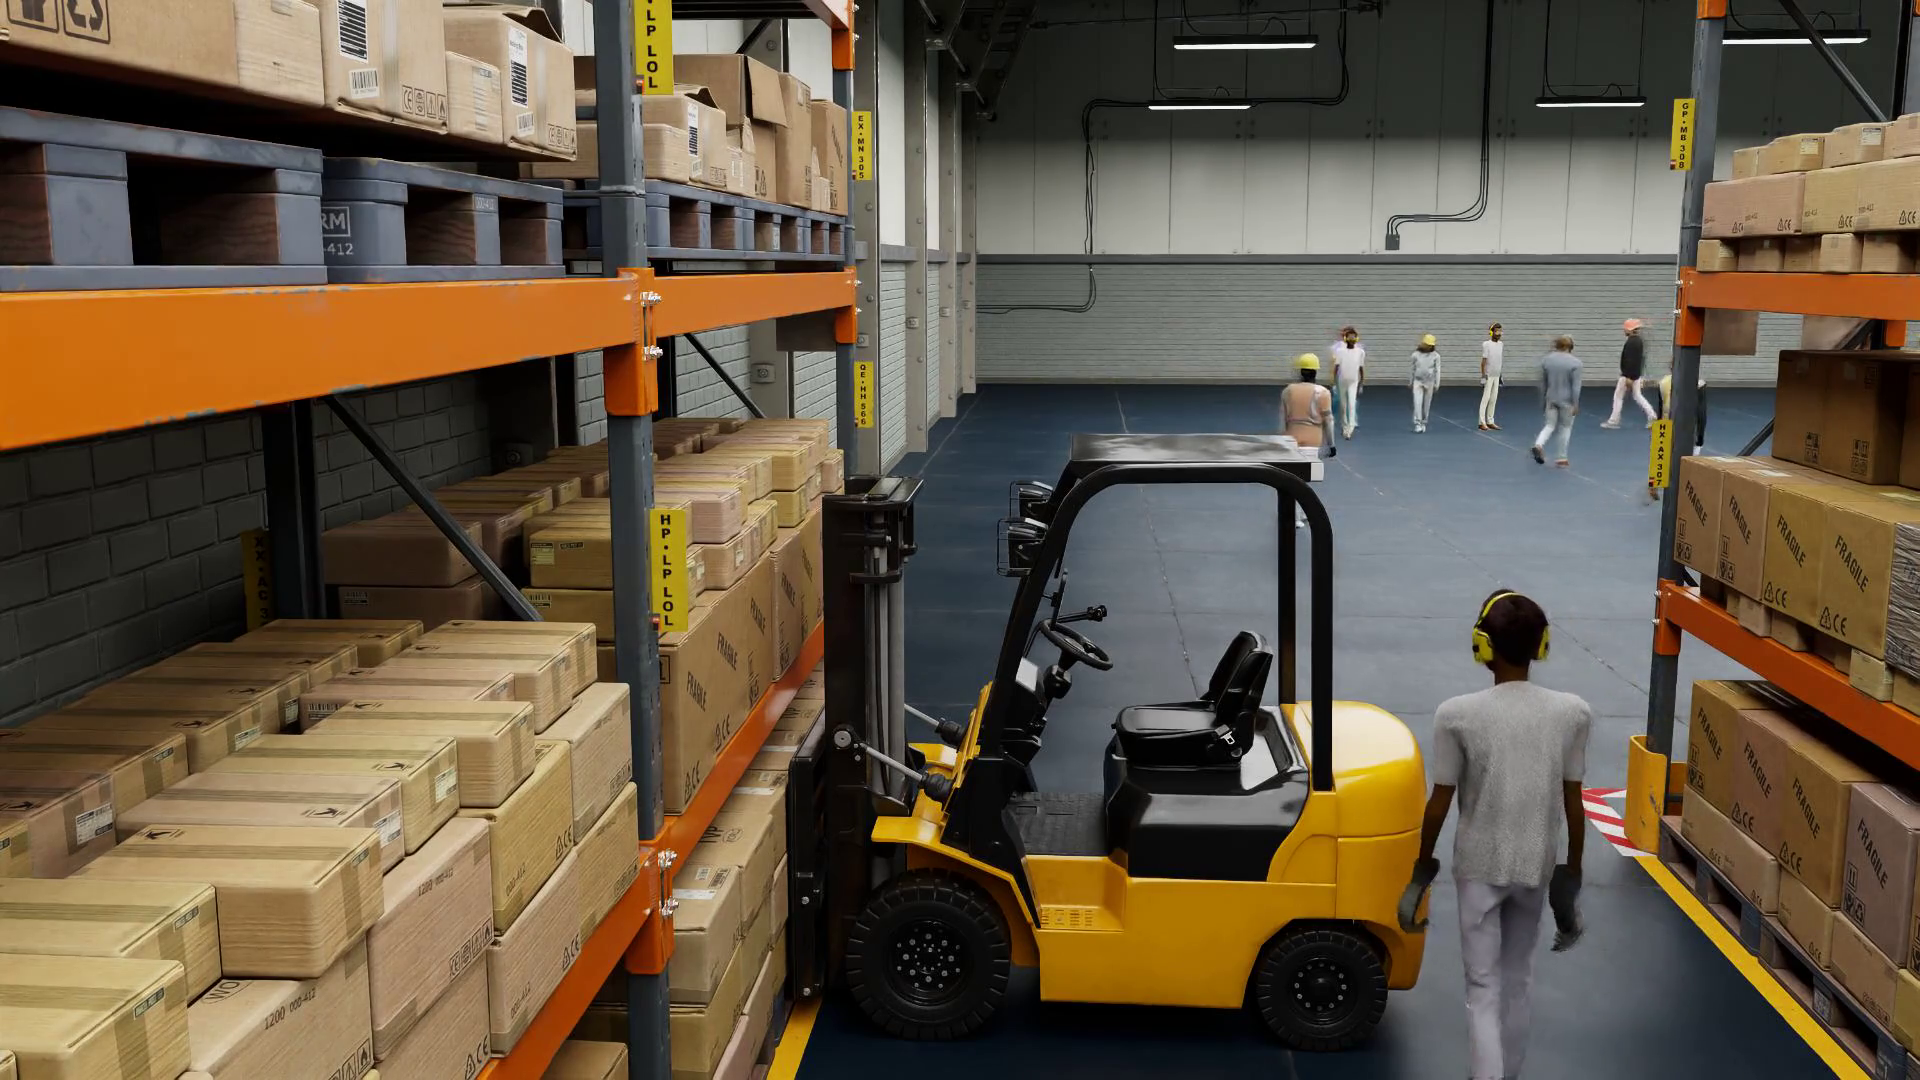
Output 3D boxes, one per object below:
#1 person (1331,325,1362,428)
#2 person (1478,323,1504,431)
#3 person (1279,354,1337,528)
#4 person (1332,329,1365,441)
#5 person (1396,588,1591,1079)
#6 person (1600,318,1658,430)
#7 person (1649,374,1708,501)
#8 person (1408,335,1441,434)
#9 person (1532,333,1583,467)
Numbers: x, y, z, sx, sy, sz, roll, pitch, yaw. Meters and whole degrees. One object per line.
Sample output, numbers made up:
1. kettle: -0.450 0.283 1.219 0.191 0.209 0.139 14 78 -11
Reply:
1. person: 6.878 -2.935 29.731 0.576 1.819 0.847 -2 10 -12
2. person: 9.280 -2.840 28.973 0.533 1.868 0.310 -6 11 -33
3. person: 3.844 -1.094 18.306 0.589 1.886 0.957 9 13 42
4. person: 6.450 -2.596 27.614 0.504 1.837 0.949 3 10 18
5. person: 1.704 1.071 5.351 0.568 1.864 0.563 -1 9 -5
6. person: 11.798 -2.901 29.087 0.971 1.959 0.632 9 13 44
7. person: 8.613 -1.319 19.894 0.636 1.821 0.638 -6 11 -33
8. person: 7.911 -2.653 28.363 0.512 1.688 0.918 2 10 10
9. person: 8.438 -1.955 23.490 0.670 1.922 0.624 -7 12 -38
